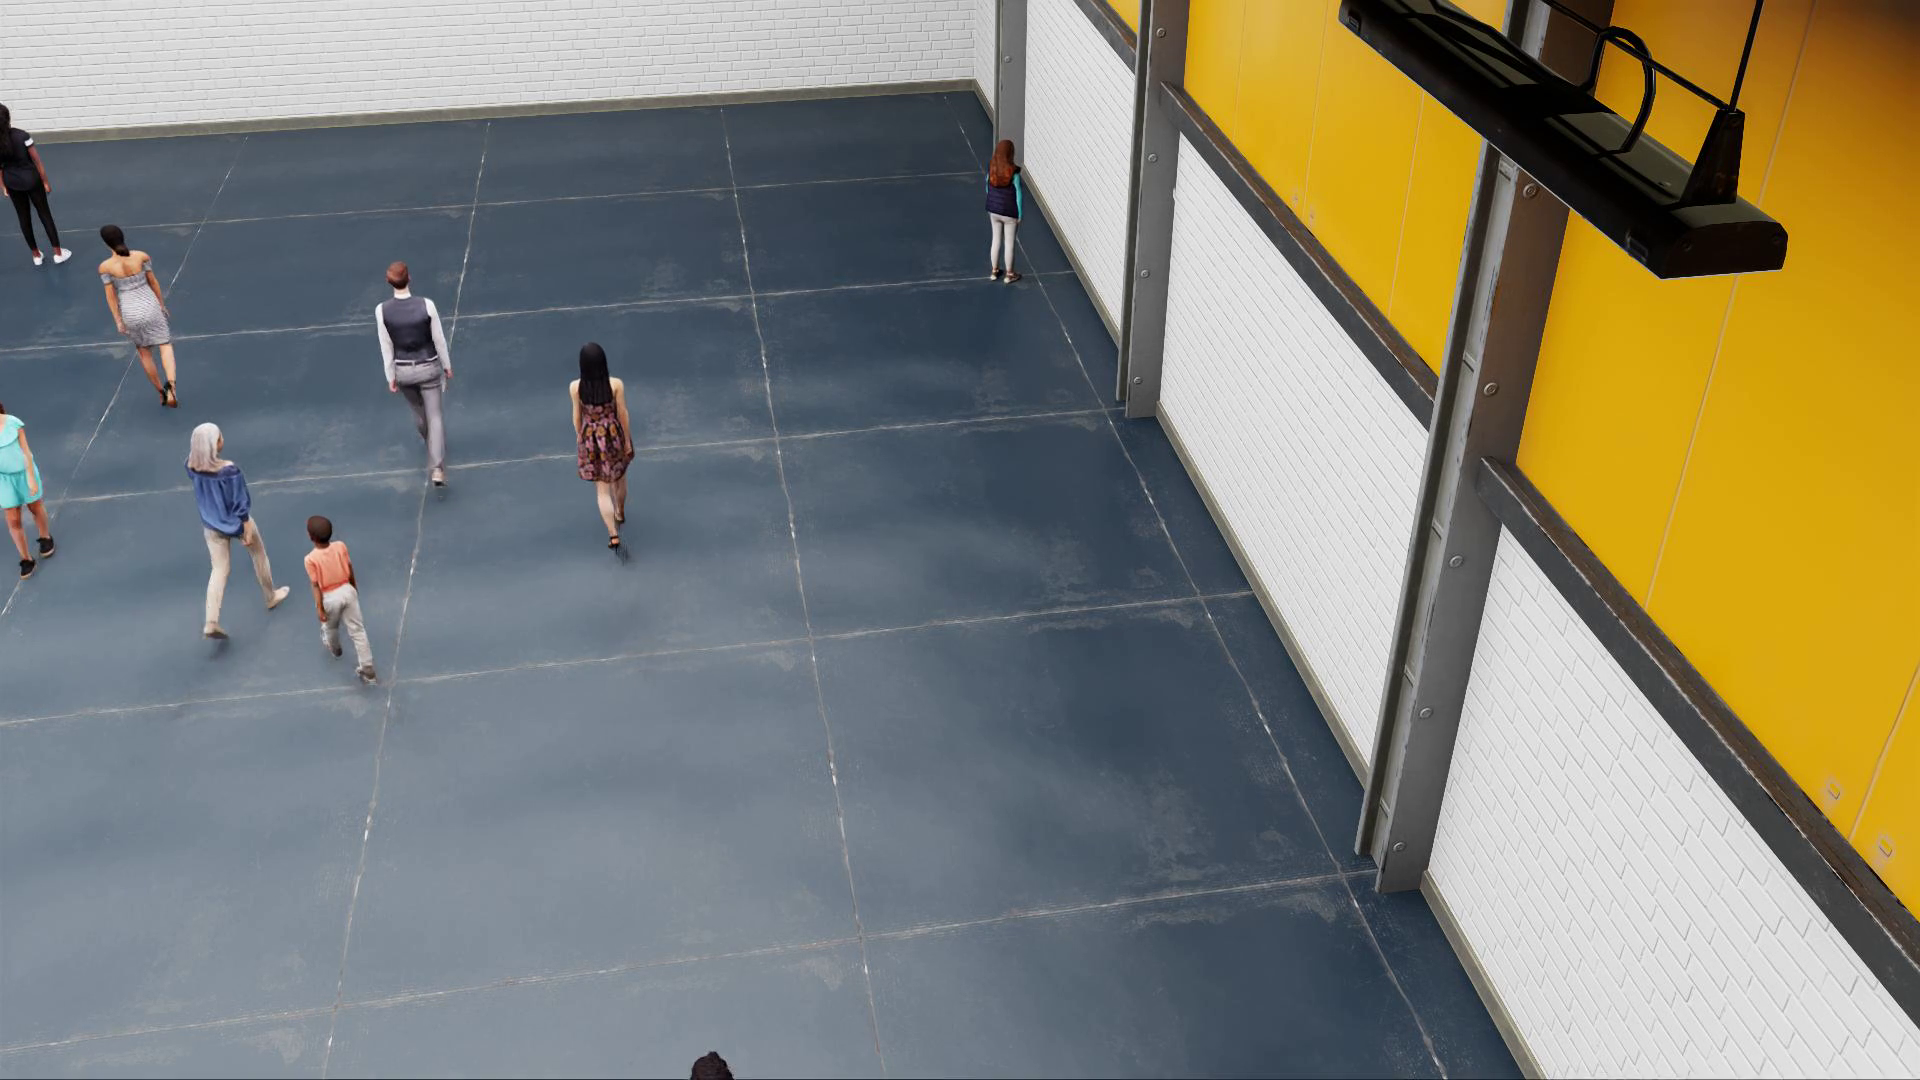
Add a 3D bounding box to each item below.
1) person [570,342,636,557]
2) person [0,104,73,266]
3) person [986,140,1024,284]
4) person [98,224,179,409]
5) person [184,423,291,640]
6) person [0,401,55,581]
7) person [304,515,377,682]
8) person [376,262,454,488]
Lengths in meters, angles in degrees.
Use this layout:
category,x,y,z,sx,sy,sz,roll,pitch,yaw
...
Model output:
category,x,y,z,sx,sy,sz,roll,pitch,yaw
person,-2.768,-0.729,12.935,0.673,1.763,0.850,-10,35,-14
person,-9.854,-3.748,17.506,0.605,1.730,0.547,-6,34,-10
person,0.454,-3.400,17.189,0.686,1.501,0.743,20,39,27
person,-7.191,-1.919,14.683,0.806,1.808,0.968,-20,38,-27
person,-5.333,-0.042,11.986,0.870,1.669,1.165,5,34,8
person,-7.276,-0.535,12.849,0.610,1.535,0.867,-10,35,-15
person,-4.326,0.426,11.630,0.797,1.282,0.969,-26,42,-34
person,-4.470,-1.344,13.724,0.652,1.914,1.189,-5,34,-8
